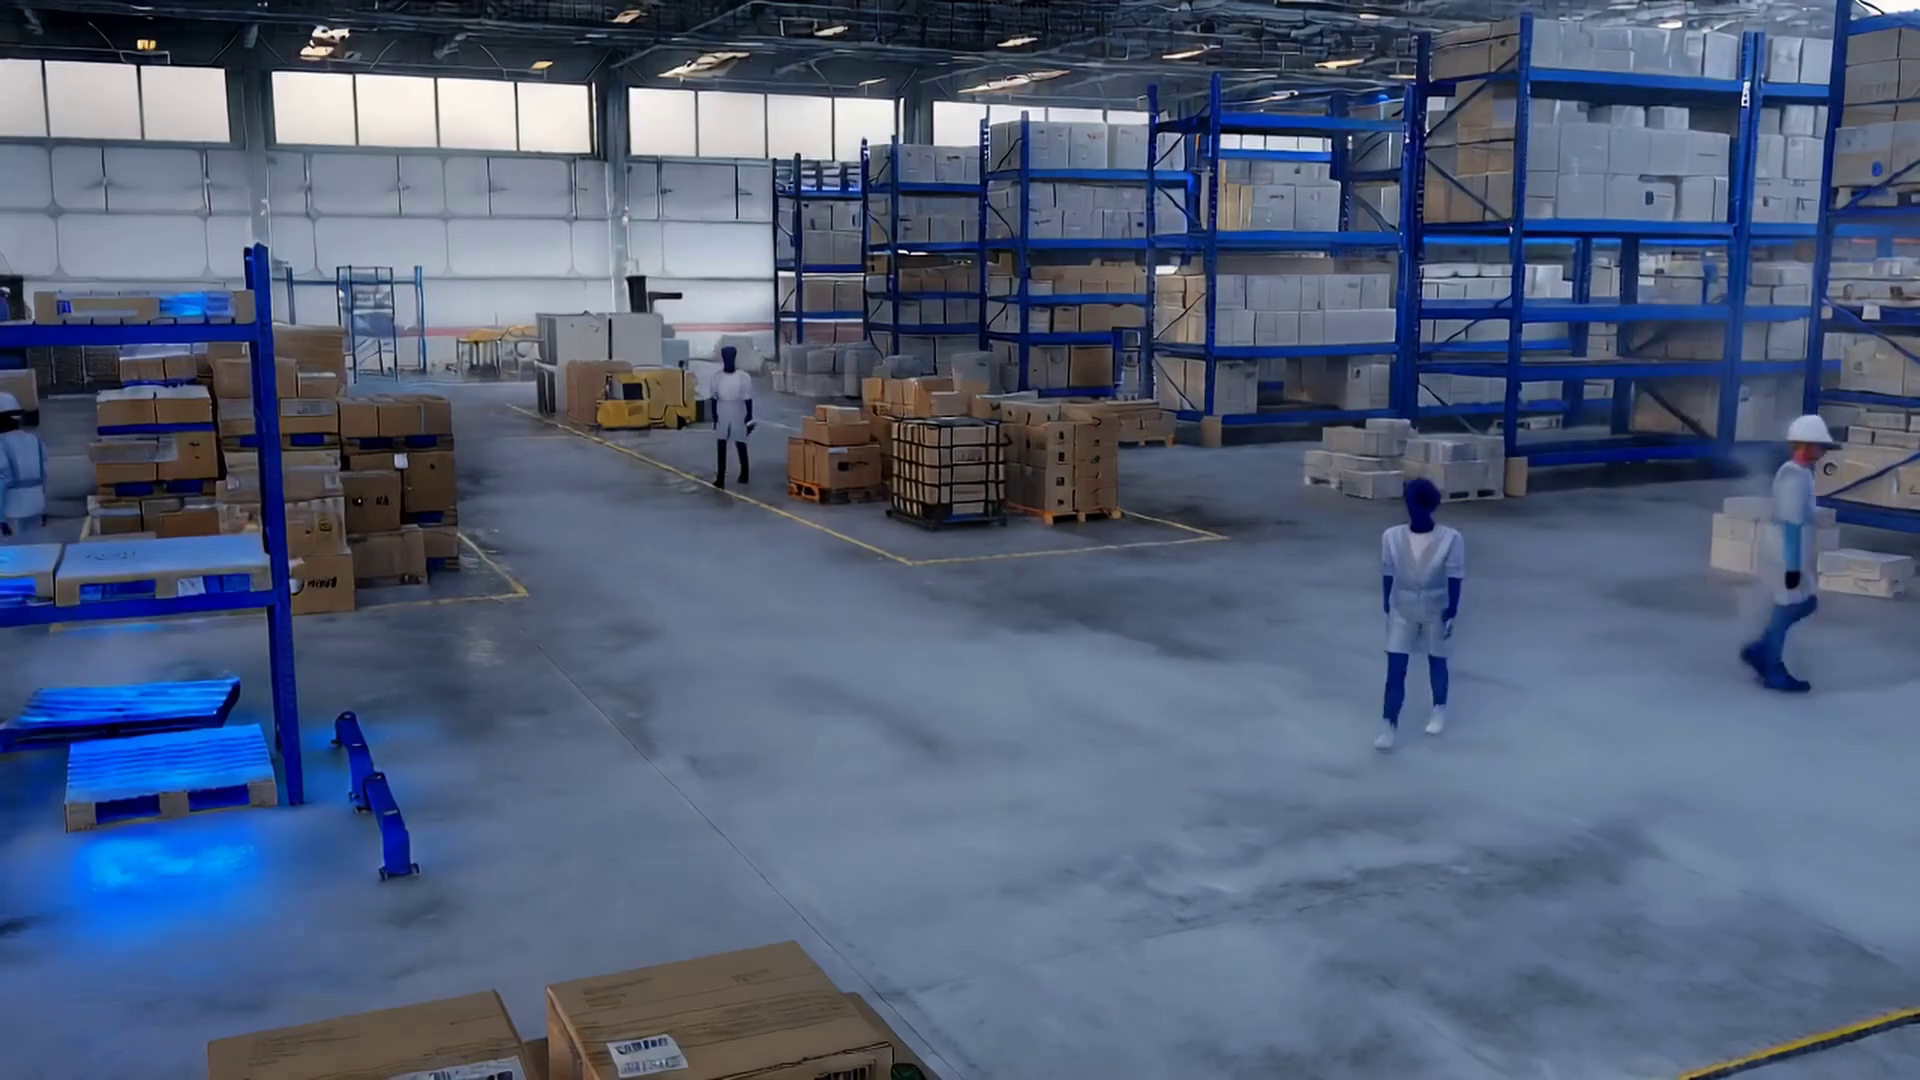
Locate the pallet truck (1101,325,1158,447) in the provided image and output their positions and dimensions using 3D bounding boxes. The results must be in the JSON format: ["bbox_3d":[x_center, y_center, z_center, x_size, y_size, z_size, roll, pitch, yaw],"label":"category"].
[{"bbox_3d":[2.881,-2.596,27.923,0.823,1.965,1.885,-1,9,-7],"label":"pallet truck"}]

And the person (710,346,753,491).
[{"bbox_3d":[-3.051,-1.636,22.267,0.604,1.916,1.036,1,9,7],"label":"person"}]

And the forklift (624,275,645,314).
[{"bbox_3d":[-7.467,-4.742,38.506,1.873,2.768,1.129,-2,9,-10],"label":"forklift"}]

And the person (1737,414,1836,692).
[{"bbox_3d":[5.732,0.095,11.440,0.421,1.924,0.570,5,10,26],"label":"person"}]

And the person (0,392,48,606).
[{"bbox_3d":[-7.732,-0.263,13.708,0.544,1.915,0.543,3,10,15],"label":"person"}]

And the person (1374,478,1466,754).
[{"bbox_3d":[2.811,0.443,10.141,0.531,1.653,0.886,5,10,28],"label":"person"}]

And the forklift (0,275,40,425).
[{"bbox_3d":[-18.082,-3.570,31.238,1.129,2.768,1.873,-6,11,-33],"label":"forklift"}]
